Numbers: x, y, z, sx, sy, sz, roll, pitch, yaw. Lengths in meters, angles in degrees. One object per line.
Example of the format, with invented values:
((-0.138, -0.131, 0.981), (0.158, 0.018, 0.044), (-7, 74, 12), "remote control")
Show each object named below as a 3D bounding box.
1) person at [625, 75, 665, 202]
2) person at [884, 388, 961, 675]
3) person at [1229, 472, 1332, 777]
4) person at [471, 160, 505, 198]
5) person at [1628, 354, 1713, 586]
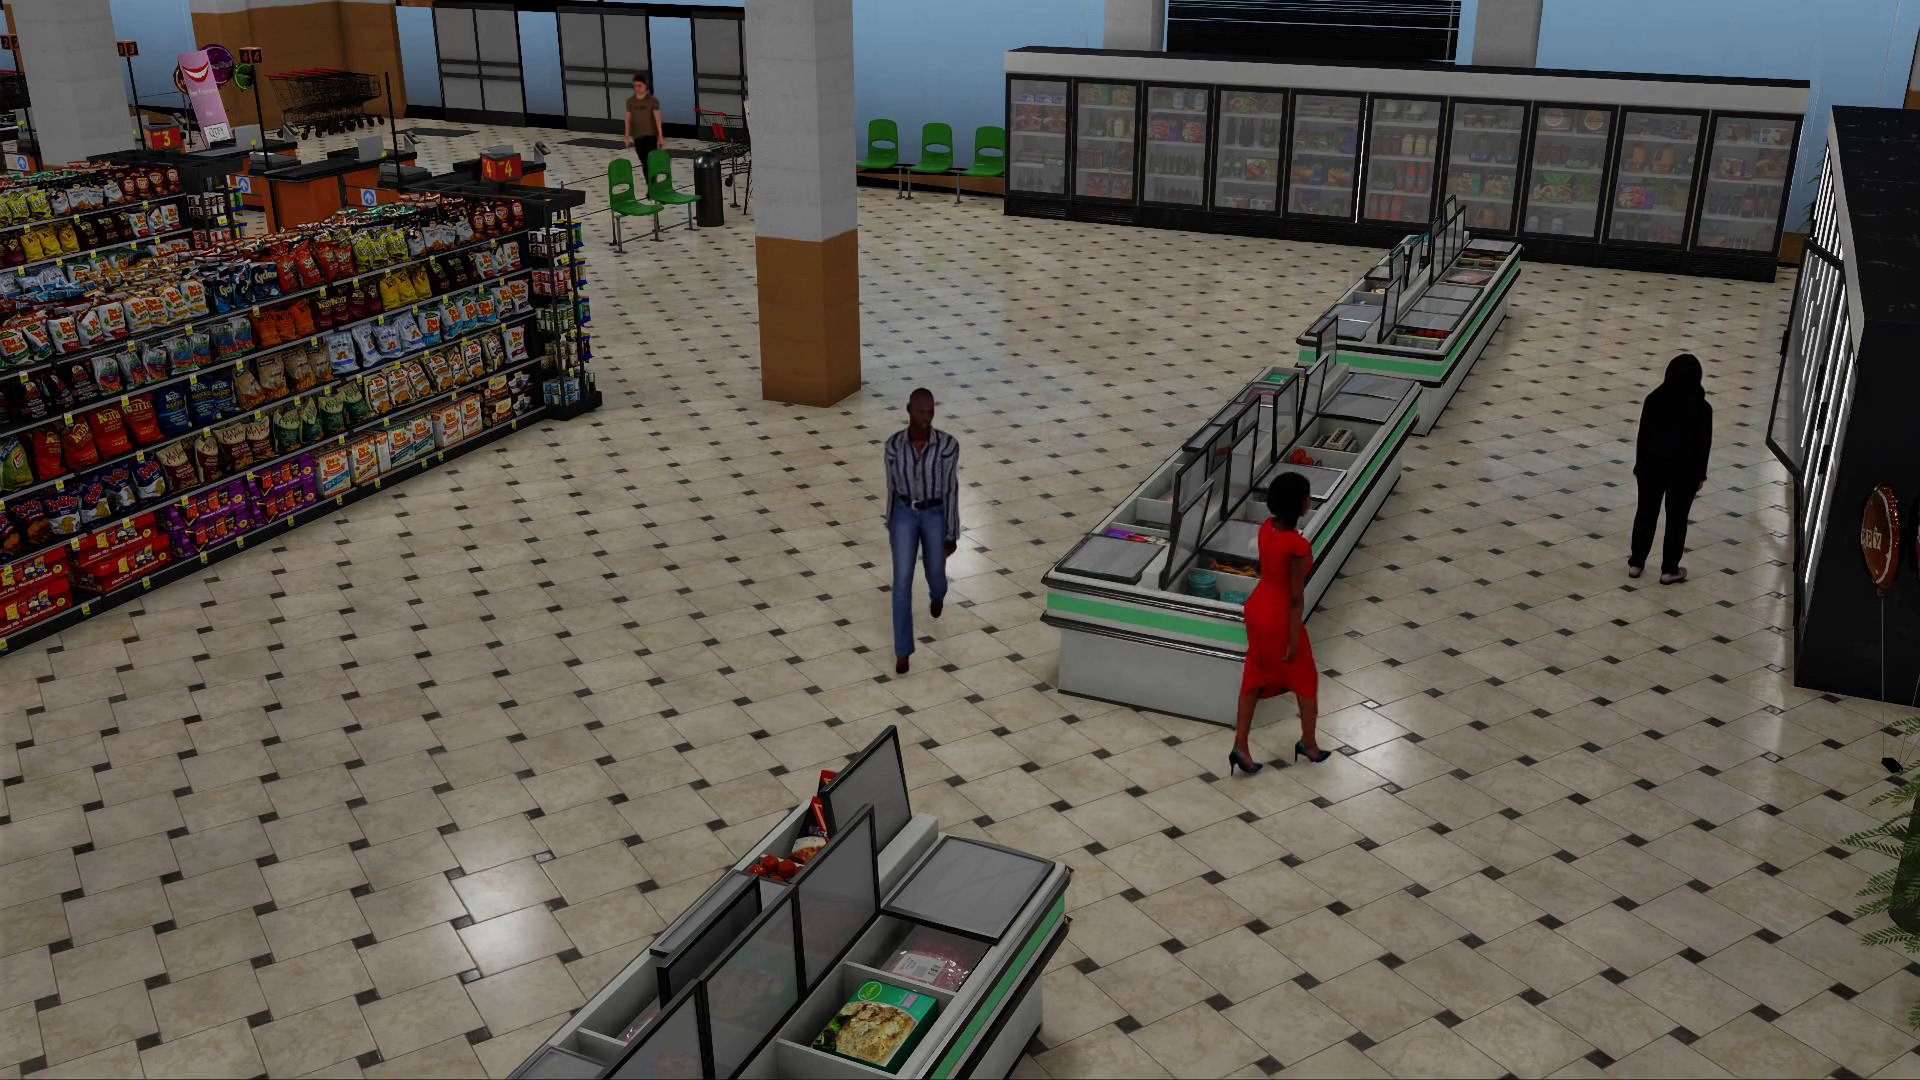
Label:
((-4.711, -6.057, 25.047), (0.886, 1.829, 1.042), (1, 22, 3), "person")
((-0.224, -0.100, 10.307), (0.875, 1.764, 1.140), (2, 22, 5), "person")
((1.608, 0.490, 8.899), (0.932, 1.720, 0.840), (-10, 24, -24), "person")
((-5.301, -3.417, 18.695), (1.095, 1.665, 1.020), (-14, 26, -31), "person")
((4.893, -0.490, 11.475), (0.701, 1.617, 0.697), (17, 27, 36), "person")
